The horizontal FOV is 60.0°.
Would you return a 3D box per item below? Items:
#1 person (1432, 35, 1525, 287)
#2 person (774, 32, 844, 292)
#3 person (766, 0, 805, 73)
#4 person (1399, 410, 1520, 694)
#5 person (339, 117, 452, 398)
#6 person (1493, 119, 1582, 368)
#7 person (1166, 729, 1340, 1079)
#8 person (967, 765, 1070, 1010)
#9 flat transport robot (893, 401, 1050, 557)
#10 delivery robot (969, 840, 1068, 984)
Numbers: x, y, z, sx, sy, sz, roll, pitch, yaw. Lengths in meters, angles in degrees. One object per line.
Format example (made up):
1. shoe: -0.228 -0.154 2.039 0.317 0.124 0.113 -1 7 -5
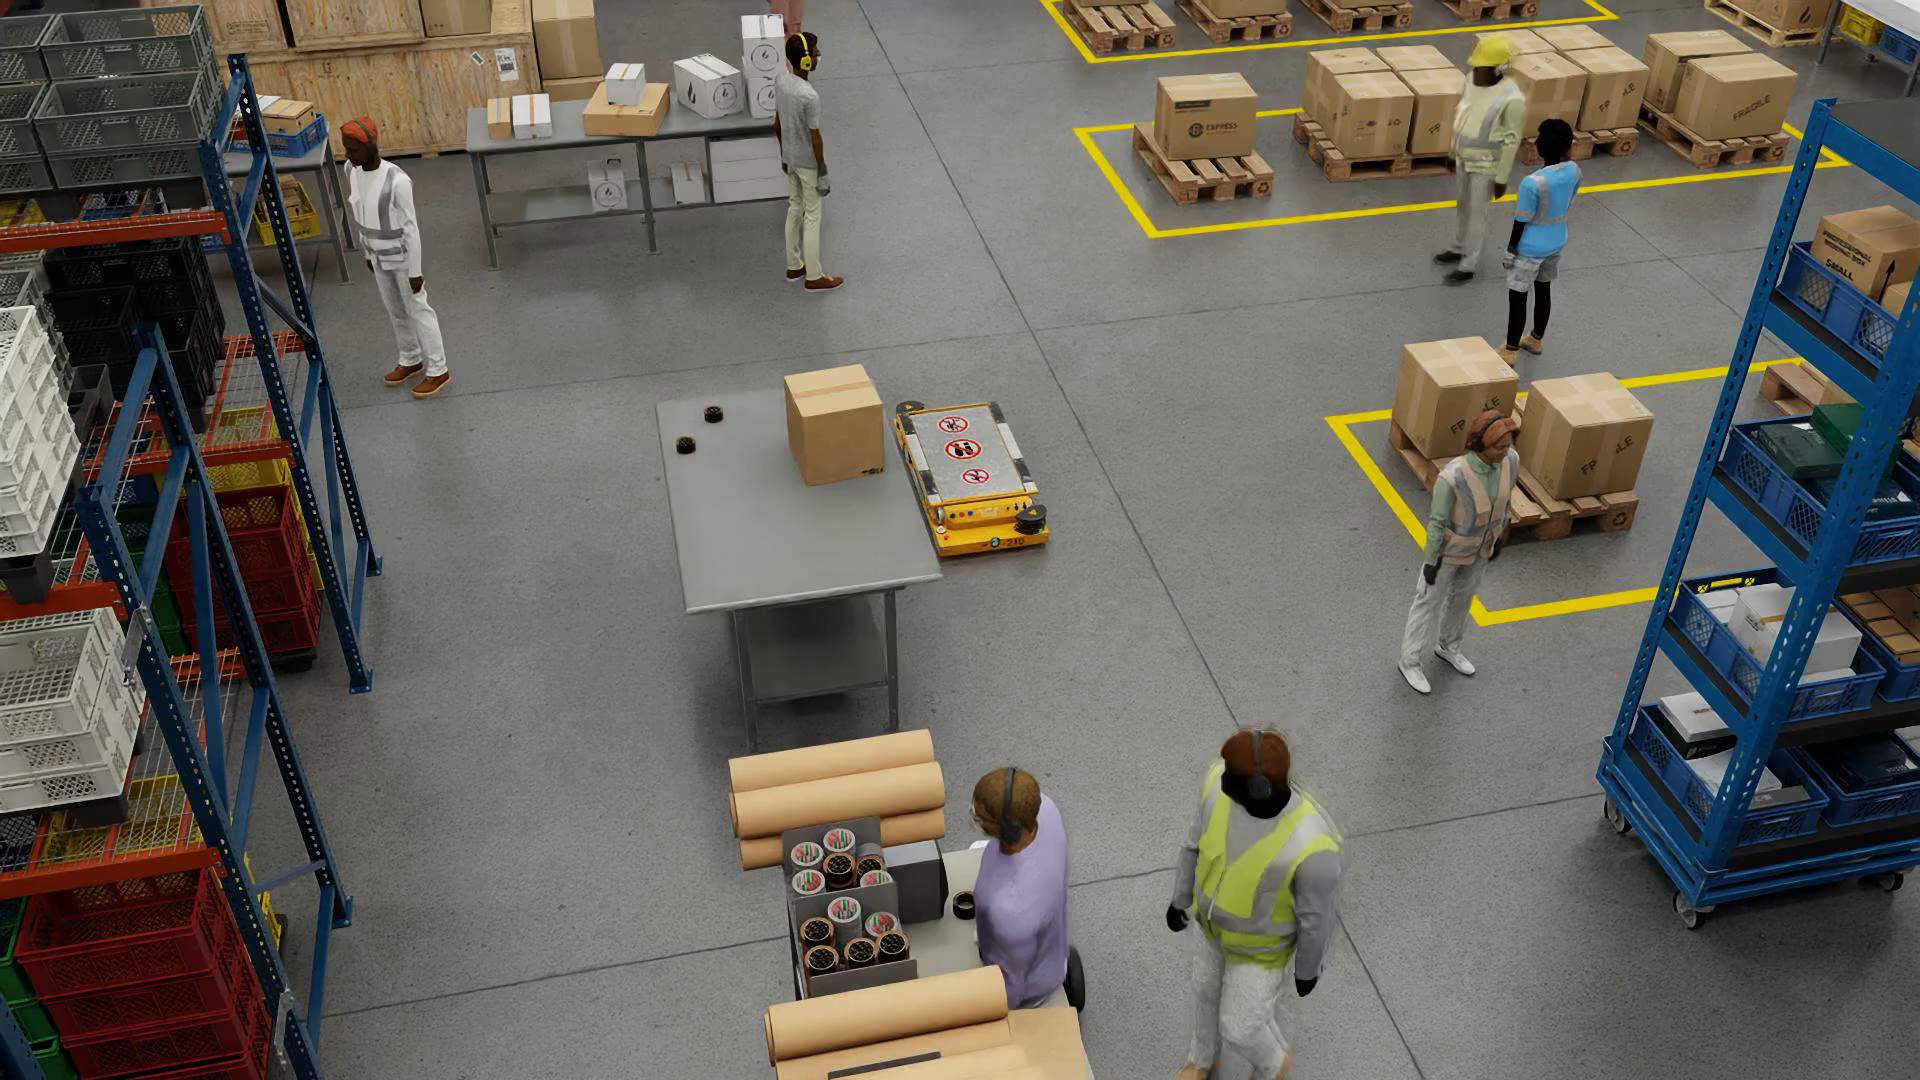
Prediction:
1. person: 3.672 -2.719 11.917 0.540 1.816 0.613 -12 38 -16
2. person: -1.101 -2.675 11.796 0.315 1.869 0.526 -25 43 -30
3. person: -1.538 -4.627 14.398 0.397 1.899 0.648 1 37 2
4. person: 2.511 0.049 8.333 0.520 1.632 0.315 -19 41 -23
5. person: -3.627 -1.801 10.617 0.564 1.880 0.358 24 43 28
6. person: 3.801 -1.953 10.976 0.534 1.691 0.322 -23 43 -28
7. person: 1.072 1.463 6.279 0.450 1.814 0.653 -23 42 -27
8. person: 0.209 1.550 6.075 0.372 1.929 0.628 7 37 9
9. flat transport robot: 0.046 -0.430 10.108 0.652 0.197 1.431 -8 37 -10
10. delivery robot: 0.233 1.591 7.081 0.477 0.478 0.707 -5 37 -6
